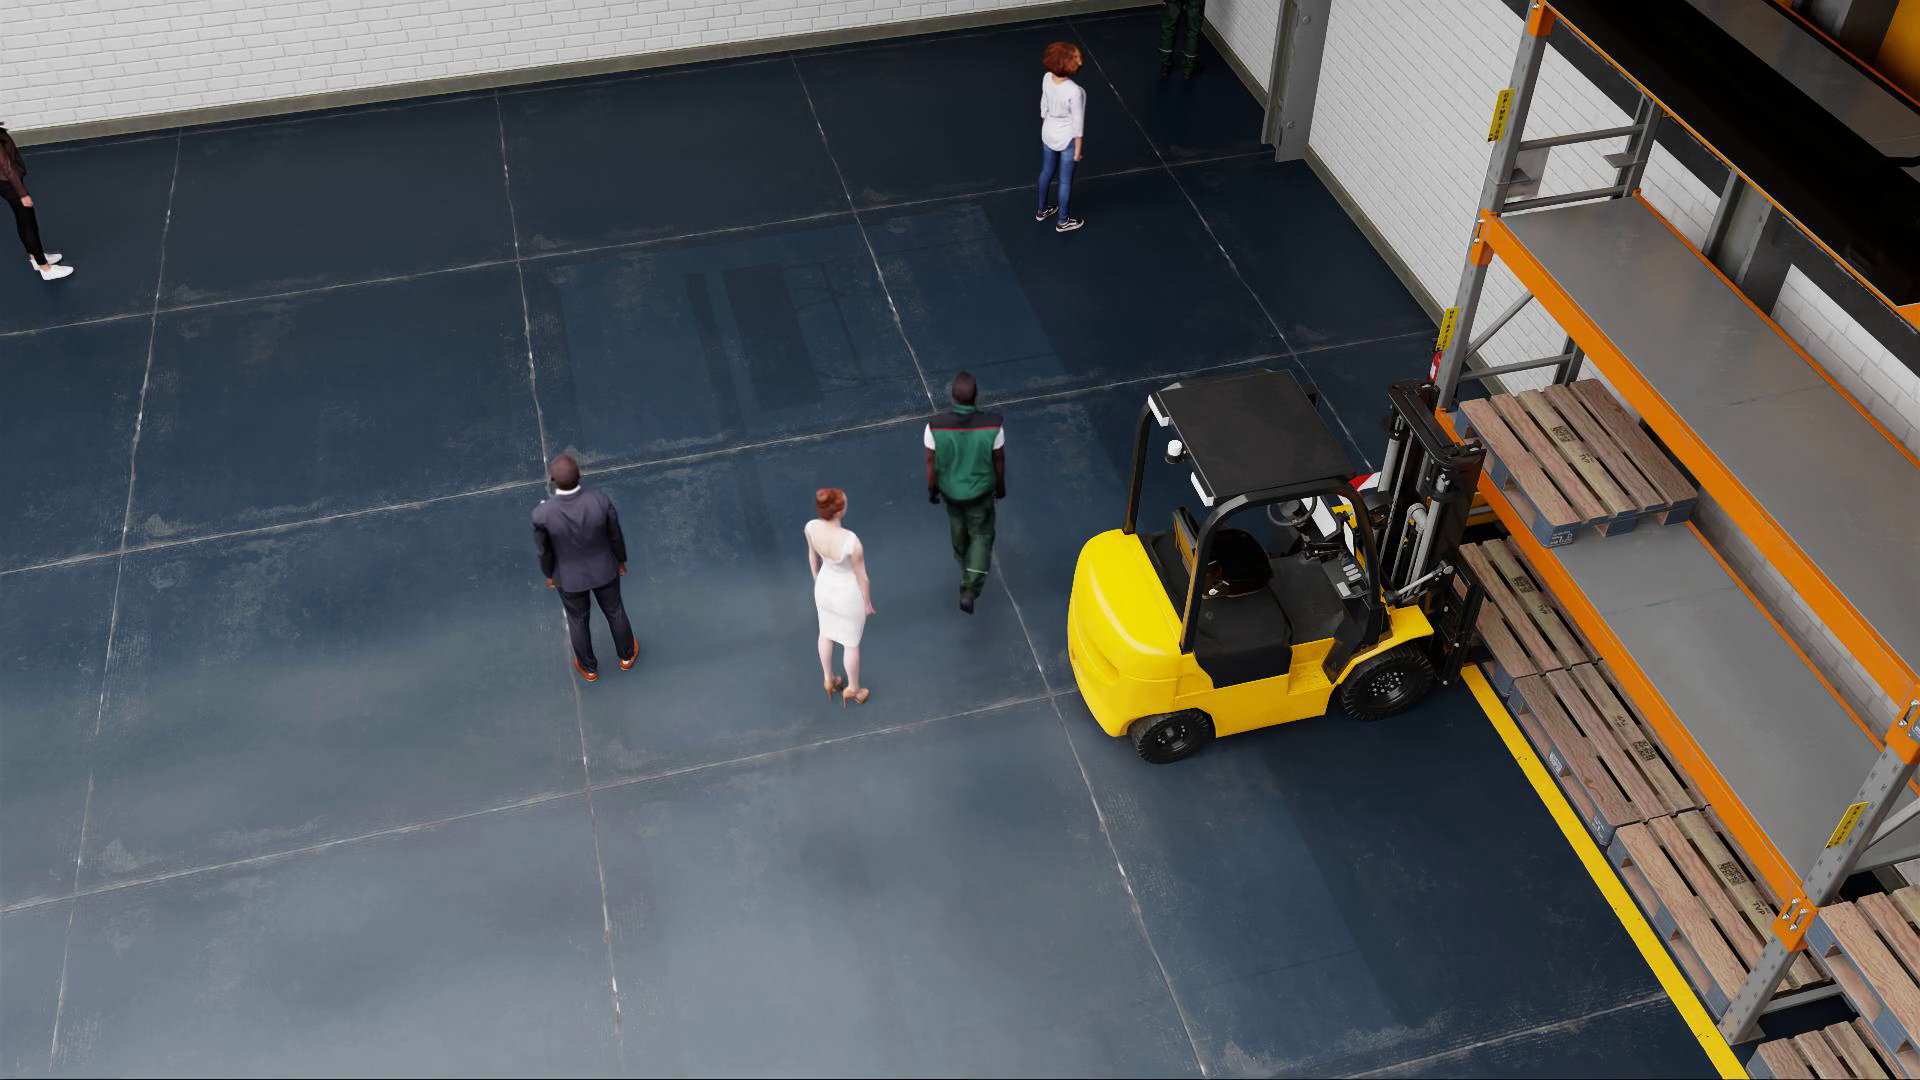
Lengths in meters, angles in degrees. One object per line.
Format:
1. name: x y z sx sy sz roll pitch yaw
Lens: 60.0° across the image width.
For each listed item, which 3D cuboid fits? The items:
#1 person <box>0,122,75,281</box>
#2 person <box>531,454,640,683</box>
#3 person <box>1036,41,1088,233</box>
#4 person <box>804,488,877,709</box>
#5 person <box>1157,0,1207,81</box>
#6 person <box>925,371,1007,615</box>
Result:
1. person: -7.879 -2.947 13.800 0.731 1.704 0.584 -29 51 -27
2. person: -2.341 0.185 10.425 0.691 1.824 0.602 -13 45 -13
3. person: 0.865 -3.502 14.377 0.788 1.711 0.671 -30 51 -28
4. person: -0.756 0.356 10.267 0.636 1.794 0.703 23 48 23
5. person: 2.220 -5.462 16.297 0.764 1.900 0.781 15 46 15
6. person: 0.053 -0.301 10.941 0.949 1.816 1.212 3 44 3
